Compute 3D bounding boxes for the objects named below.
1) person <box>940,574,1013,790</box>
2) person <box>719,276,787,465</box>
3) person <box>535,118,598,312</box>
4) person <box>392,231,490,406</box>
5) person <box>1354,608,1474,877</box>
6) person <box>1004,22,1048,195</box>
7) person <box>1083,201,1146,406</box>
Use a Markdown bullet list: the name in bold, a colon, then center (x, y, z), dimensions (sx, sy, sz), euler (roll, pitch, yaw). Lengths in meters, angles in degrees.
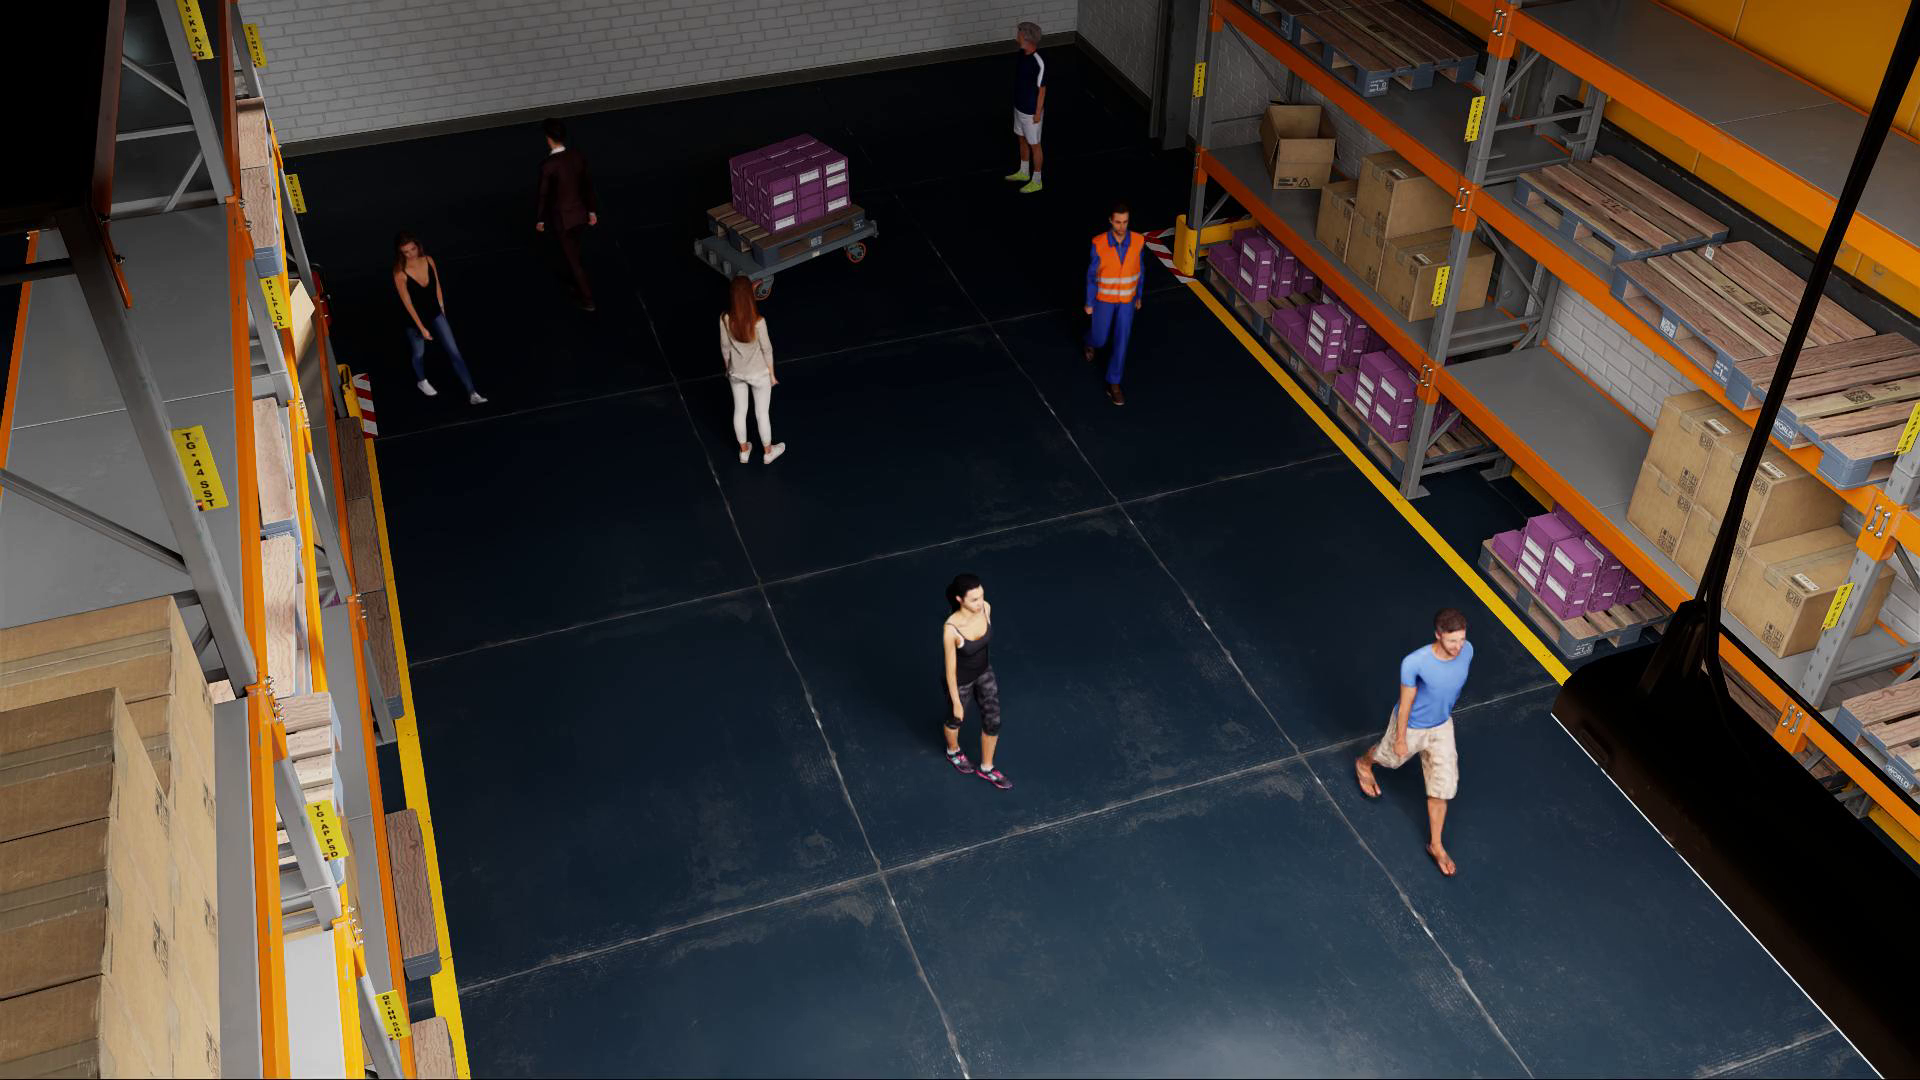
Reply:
- **person**: center (-0.022, 0.853, 10.719), dimensions (0.766, 1.713, 0.887), euler (-31, 48, -33)
- **person**: center (-1.716, -1.363, 13.494), dimensions (0.698, 1.713, 0.732), euler (10, 40, 13)
- **person**: center (-3.577, -2.971, 15.404), dimensions (1.096, 1.843, 0.988), euler (23, 44, 26)
- **person**: center (-4.636, -1.901, 14.206), dimensions (1.152, 1.666, 0.926), euler (28, 46, 30)
- **person**: center (2.815, 1.080, 10.353), dimensions (0.720, 1.815, 1.295), euler (-9, 39, -11)
- **person**: center (0.728, -4.536, 17.371), dimensions (0.710, 1.834, 0.514), euler (-16, 41, -19)
- **person**: center (1.303, -2.105, 14.317), dimensions (0.756, 1.845, 1.058), euler (-9, 39, -11)
